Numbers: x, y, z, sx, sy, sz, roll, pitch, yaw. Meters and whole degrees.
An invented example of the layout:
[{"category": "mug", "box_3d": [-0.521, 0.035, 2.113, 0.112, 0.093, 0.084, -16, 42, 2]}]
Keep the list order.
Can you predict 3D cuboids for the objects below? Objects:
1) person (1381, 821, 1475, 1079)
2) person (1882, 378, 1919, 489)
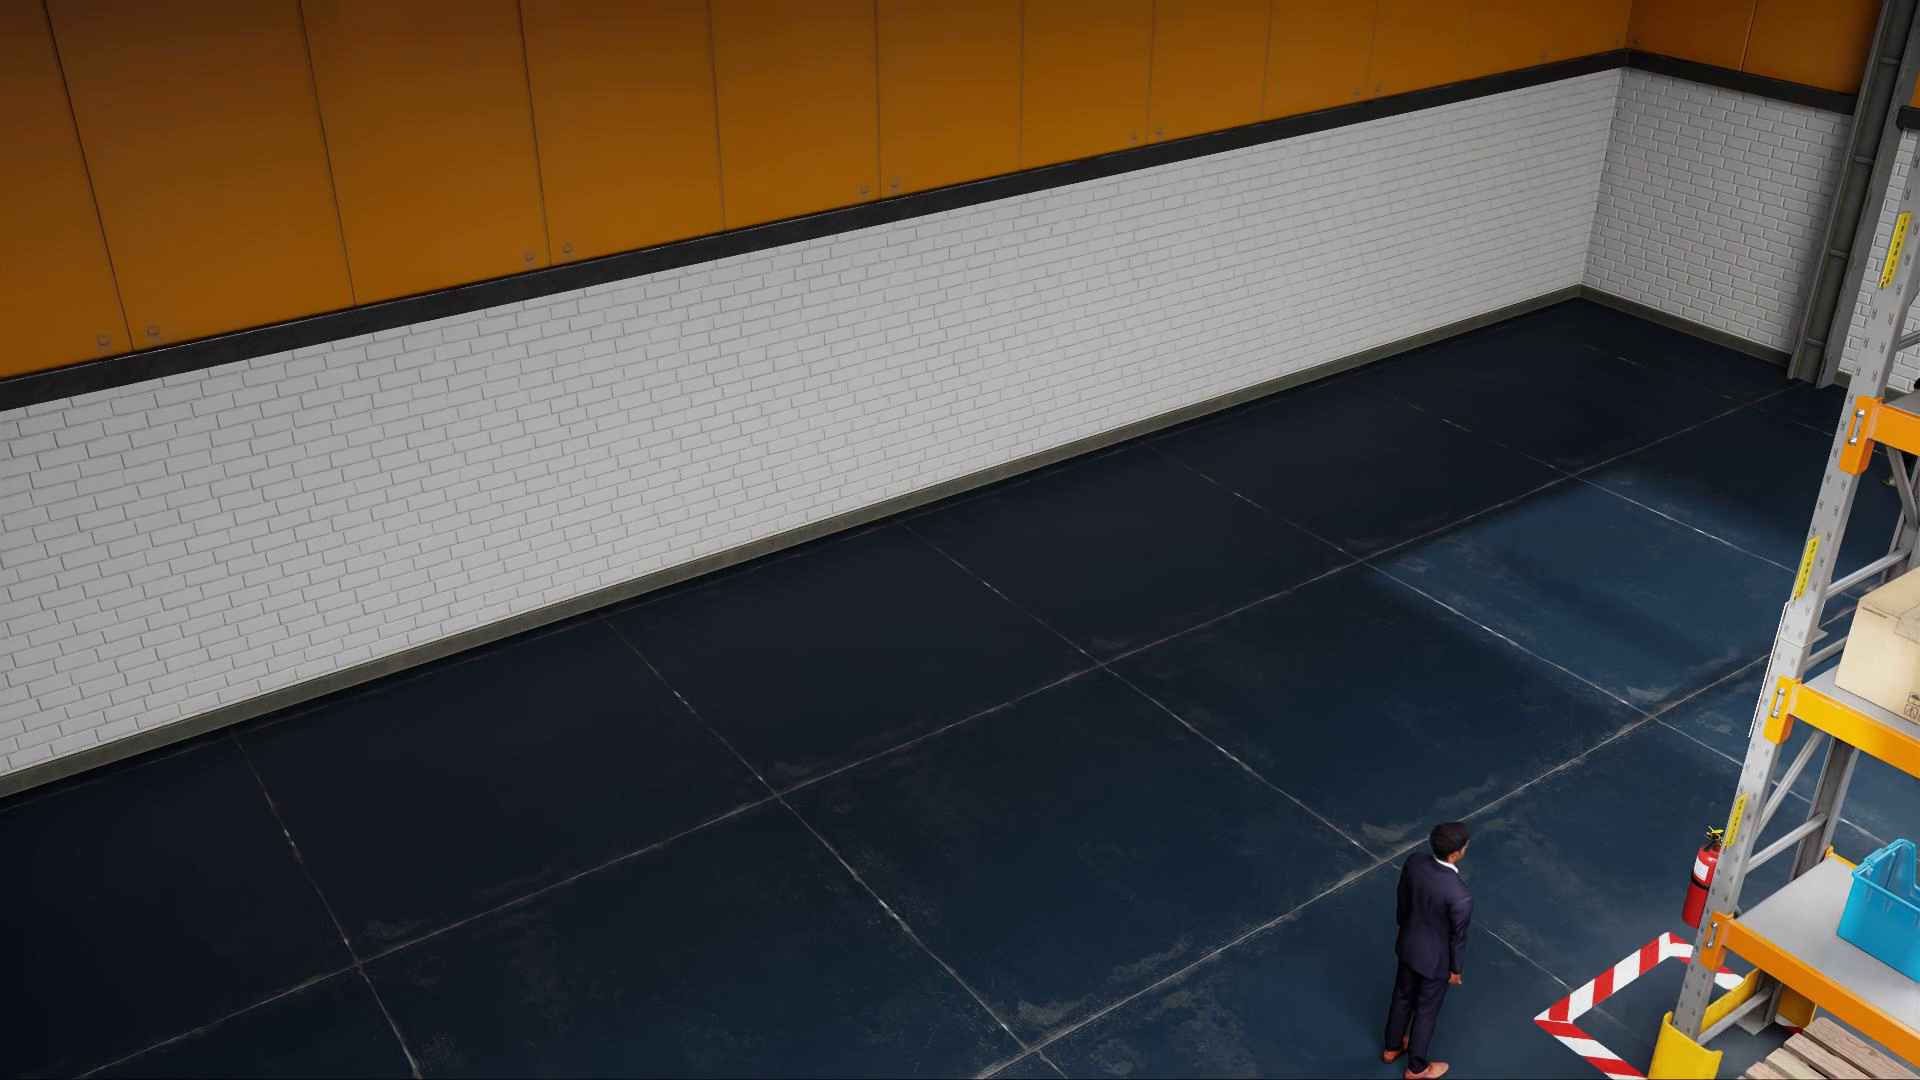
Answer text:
[{"category": "person", "box_3d": [2.601, 2.289, 9.284, 0.705, 1.721, 0.484, -16, 32, -26]}, {"category": "person", "box_3d": [9.225, -1.155, 15.787, 0.614, 1.539, 0.759, -13, 31, -22]}]
